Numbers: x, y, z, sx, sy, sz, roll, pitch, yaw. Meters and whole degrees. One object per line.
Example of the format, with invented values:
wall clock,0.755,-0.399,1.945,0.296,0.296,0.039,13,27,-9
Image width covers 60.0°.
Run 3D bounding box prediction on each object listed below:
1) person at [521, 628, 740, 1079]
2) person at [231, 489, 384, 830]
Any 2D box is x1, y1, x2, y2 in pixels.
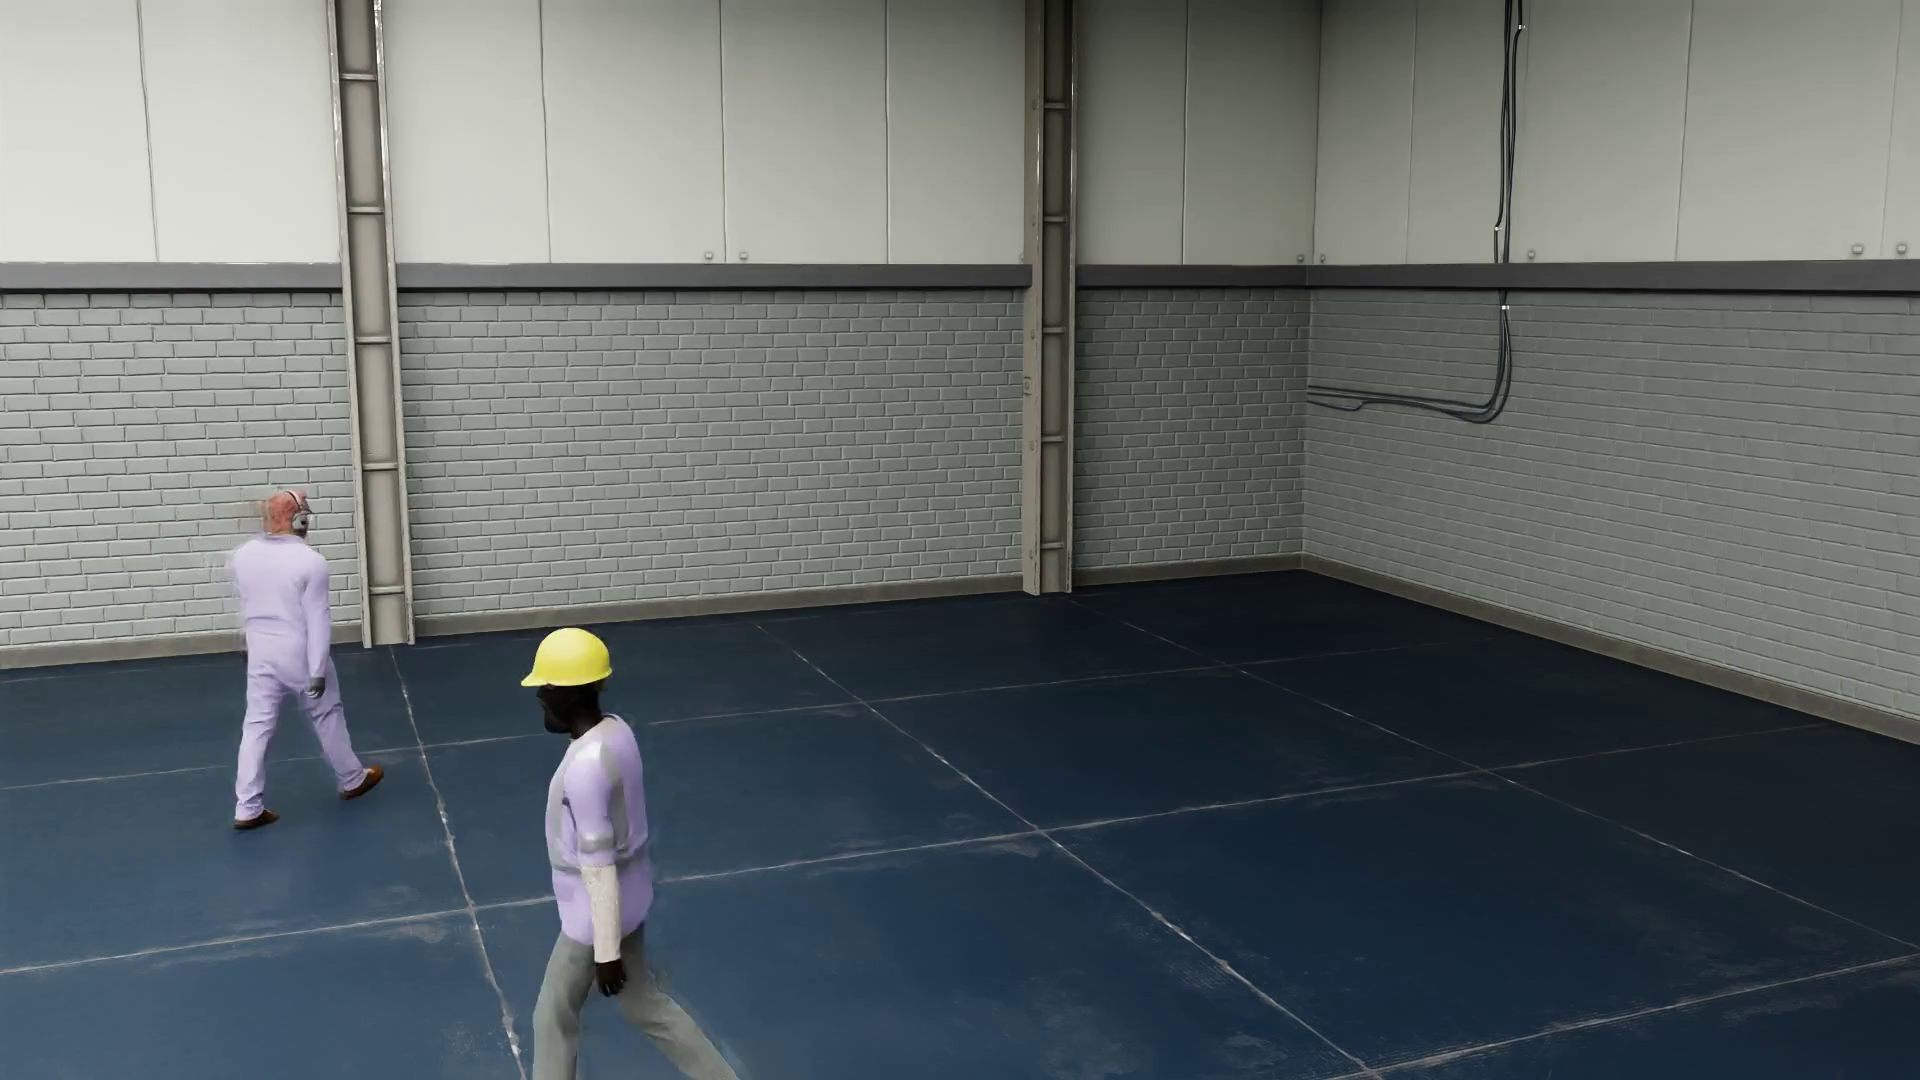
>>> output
person,-1.142,1.214,5.581,0.932,1.896,0.604,0,9,0
person,-3.720,0.635,9.318,0.640,1.855,0.999,3,9,16
